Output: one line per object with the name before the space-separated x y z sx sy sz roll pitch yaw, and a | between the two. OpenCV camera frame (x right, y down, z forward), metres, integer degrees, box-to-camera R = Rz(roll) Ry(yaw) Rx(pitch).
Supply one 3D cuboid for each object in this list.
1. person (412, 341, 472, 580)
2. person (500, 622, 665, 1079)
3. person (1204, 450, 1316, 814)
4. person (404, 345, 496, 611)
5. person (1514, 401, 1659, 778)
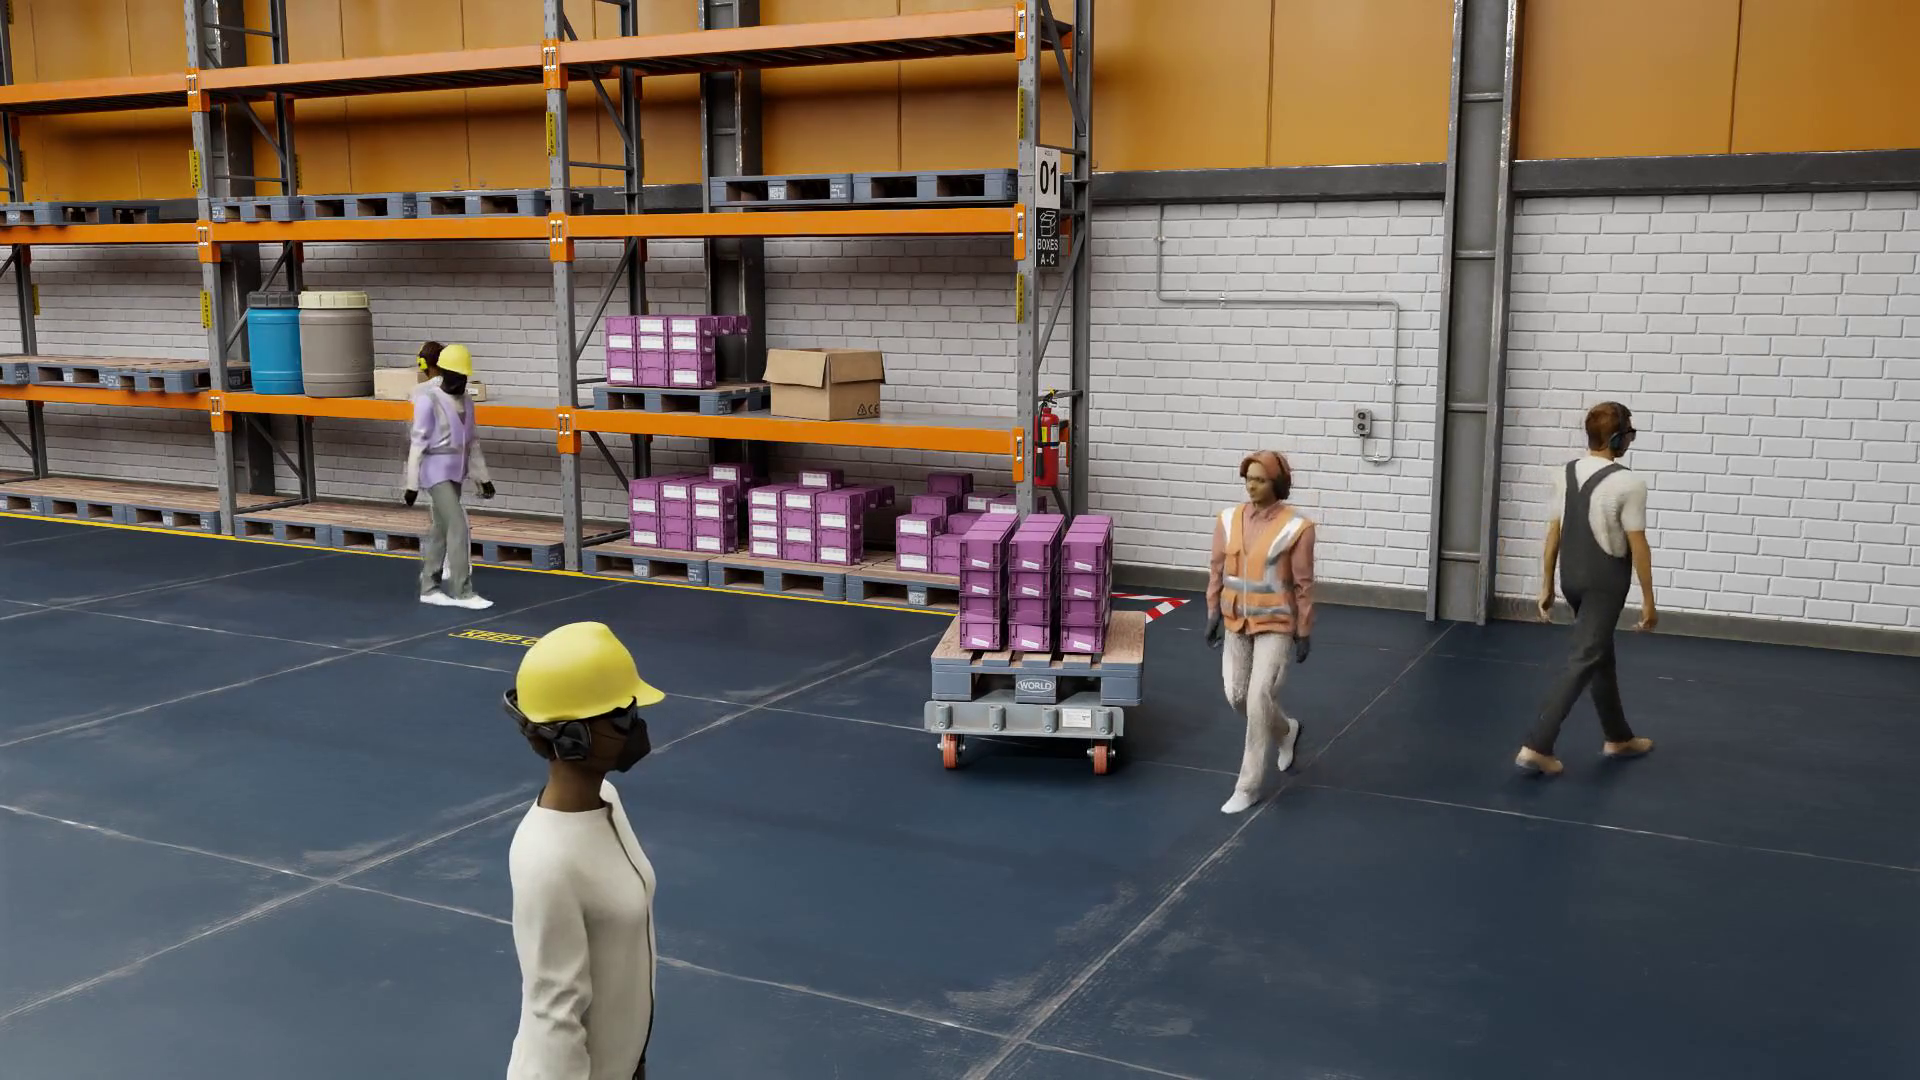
person | -4.070 -0.619 13.012 0.327 1.863 0.521 6 11 31
person | -0.693 1.027 3.149 0.301 1.772 0.523 -1 9 -4
person | 1.394 0.387 7.566 0.687 1.619 0.521 -9 13 -44
person | -3.574 -0.441 11.863 0.778 1.889 0.593 2 9 12
person | 3.036 0.235 7.978 0.972 1.804 0.534 -4 10 -25
